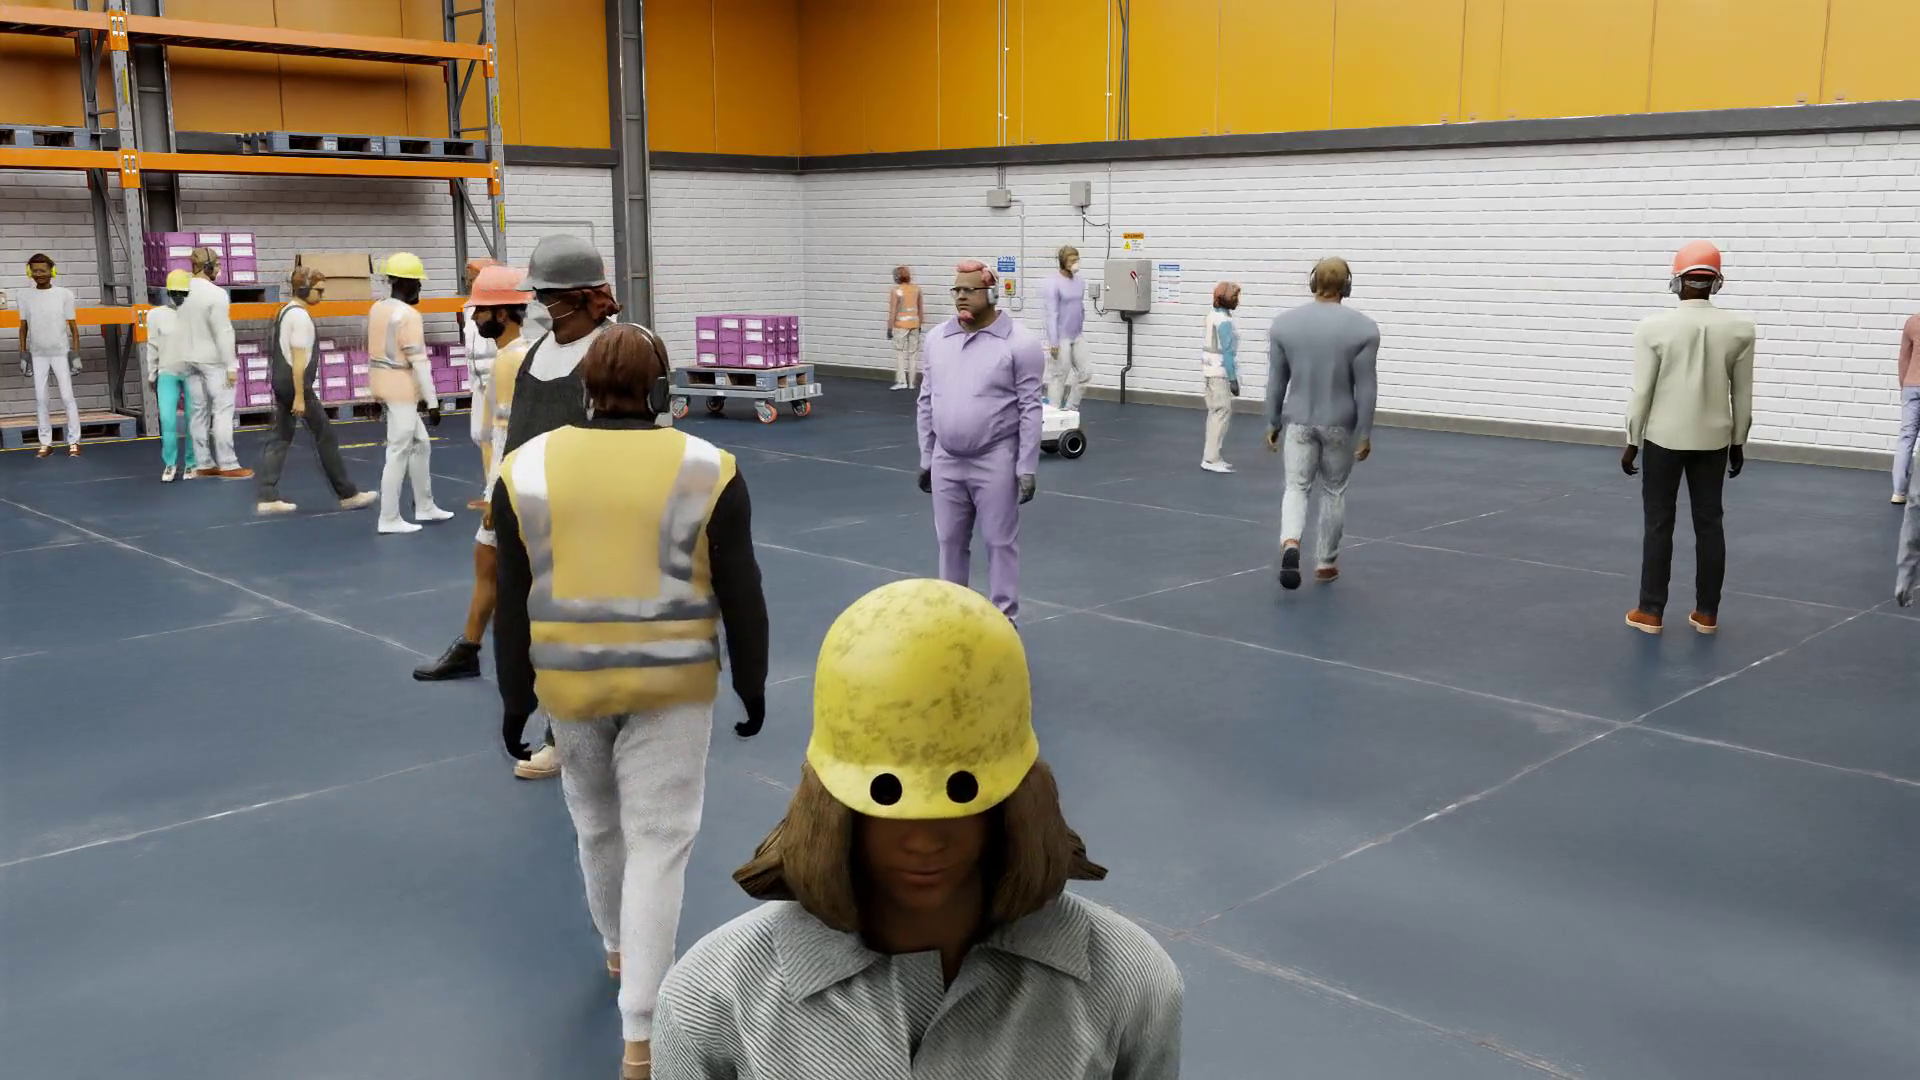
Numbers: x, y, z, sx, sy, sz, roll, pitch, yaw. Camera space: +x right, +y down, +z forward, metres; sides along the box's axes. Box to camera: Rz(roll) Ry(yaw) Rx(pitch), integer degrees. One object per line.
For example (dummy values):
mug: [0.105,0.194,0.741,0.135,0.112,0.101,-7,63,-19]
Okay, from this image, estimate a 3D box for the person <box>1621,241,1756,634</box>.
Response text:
person: [3.688,-0.513,8.468,0.623,1.992,0.396,1,10,4]

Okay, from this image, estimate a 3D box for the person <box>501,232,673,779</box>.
person: [-1.384,-0.085,6.008,0.683,2.000,0.536,8,13,38]

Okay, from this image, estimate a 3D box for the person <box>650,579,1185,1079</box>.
person: [-0.032,0.885,1.532,0.493,1.741,0.316,-1,10,-7]

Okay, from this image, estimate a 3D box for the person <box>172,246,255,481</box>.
person: [-6.179,-1.446,13.725,0.646,1.936,0.399,6,12,29]

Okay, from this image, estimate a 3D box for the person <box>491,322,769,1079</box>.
person: [-0.807,0.357,4.249,0.657,1.800,0.898,1,10,3]

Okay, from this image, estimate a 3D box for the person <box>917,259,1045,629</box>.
person: [0.070,-0.372,7.934,0.641,1.910,0.401,6,12,28]

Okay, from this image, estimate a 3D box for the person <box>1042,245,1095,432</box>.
person: [1.113,-2.020,16.880,0.508,1.921,0.659,9,14,40]

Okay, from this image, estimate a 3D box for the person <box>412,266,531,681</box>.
person: [-1.972,-0.286,7.542,1.014,1.894,0.552,-3,11,-14]

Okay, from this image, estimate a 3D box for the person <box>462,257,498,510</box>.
person: [-3.438,-1.169,12.416,0.582,1.867,0.627,9,13,39]

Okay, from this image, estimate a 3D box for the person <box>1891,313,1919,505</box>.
person: [7.211,-1.110,12.356,0.329,1.765,0.525,-3,11,-15]

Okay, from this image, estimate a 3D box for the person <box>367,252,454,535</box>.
person: [-3.717,-1.000,11.373,0.768,1.896,0.628,-10,14,-43]

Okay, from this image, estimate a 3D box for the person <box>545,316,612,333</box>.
person: [-2.687,-0.983,11.419,0.603,1.847,0.848,7,13,34]

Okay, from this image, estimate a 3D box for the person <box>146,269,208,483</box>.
person: [-6.384,-1.341,13.655,0.541,1.735,0.579,-4,11,-20]

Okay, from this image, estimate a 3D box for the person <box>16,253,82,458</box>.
person: [-8.317,-1.679,15.198,0.513,1.861,0.327,-3,11,-14]

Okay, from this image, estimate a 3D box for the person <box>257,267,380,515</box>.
person: [-4.717,-1.076,12.088,0.932,1.785,0.623,-7,13,-34]

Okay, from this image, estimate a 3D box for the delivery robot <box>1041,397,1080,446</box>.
delivery robot: [0.720,-1.063,15.139,0.707,0.478,0.477,-4,11,-23]

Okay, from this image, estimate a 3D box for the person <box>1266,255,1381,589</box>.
person: [2.039,-0.651,9.446,0.636,1.916,0.768,4,11,22]

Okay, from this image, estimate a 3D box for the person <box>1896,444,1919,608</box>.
person: [3.757,0.118,6.127,0.511,1.596,0.836,7,13,35]

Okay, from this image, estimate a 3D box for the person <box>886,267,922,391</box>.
person: [-0.697,-2.746,21.696,0.563,1.616,0.352,-9,13,-39]

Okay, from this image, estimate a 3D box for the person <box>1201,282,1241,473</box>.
person: [2.216,-1.390,14.281,0.356,1.621,0.559,-1,10,-4]
